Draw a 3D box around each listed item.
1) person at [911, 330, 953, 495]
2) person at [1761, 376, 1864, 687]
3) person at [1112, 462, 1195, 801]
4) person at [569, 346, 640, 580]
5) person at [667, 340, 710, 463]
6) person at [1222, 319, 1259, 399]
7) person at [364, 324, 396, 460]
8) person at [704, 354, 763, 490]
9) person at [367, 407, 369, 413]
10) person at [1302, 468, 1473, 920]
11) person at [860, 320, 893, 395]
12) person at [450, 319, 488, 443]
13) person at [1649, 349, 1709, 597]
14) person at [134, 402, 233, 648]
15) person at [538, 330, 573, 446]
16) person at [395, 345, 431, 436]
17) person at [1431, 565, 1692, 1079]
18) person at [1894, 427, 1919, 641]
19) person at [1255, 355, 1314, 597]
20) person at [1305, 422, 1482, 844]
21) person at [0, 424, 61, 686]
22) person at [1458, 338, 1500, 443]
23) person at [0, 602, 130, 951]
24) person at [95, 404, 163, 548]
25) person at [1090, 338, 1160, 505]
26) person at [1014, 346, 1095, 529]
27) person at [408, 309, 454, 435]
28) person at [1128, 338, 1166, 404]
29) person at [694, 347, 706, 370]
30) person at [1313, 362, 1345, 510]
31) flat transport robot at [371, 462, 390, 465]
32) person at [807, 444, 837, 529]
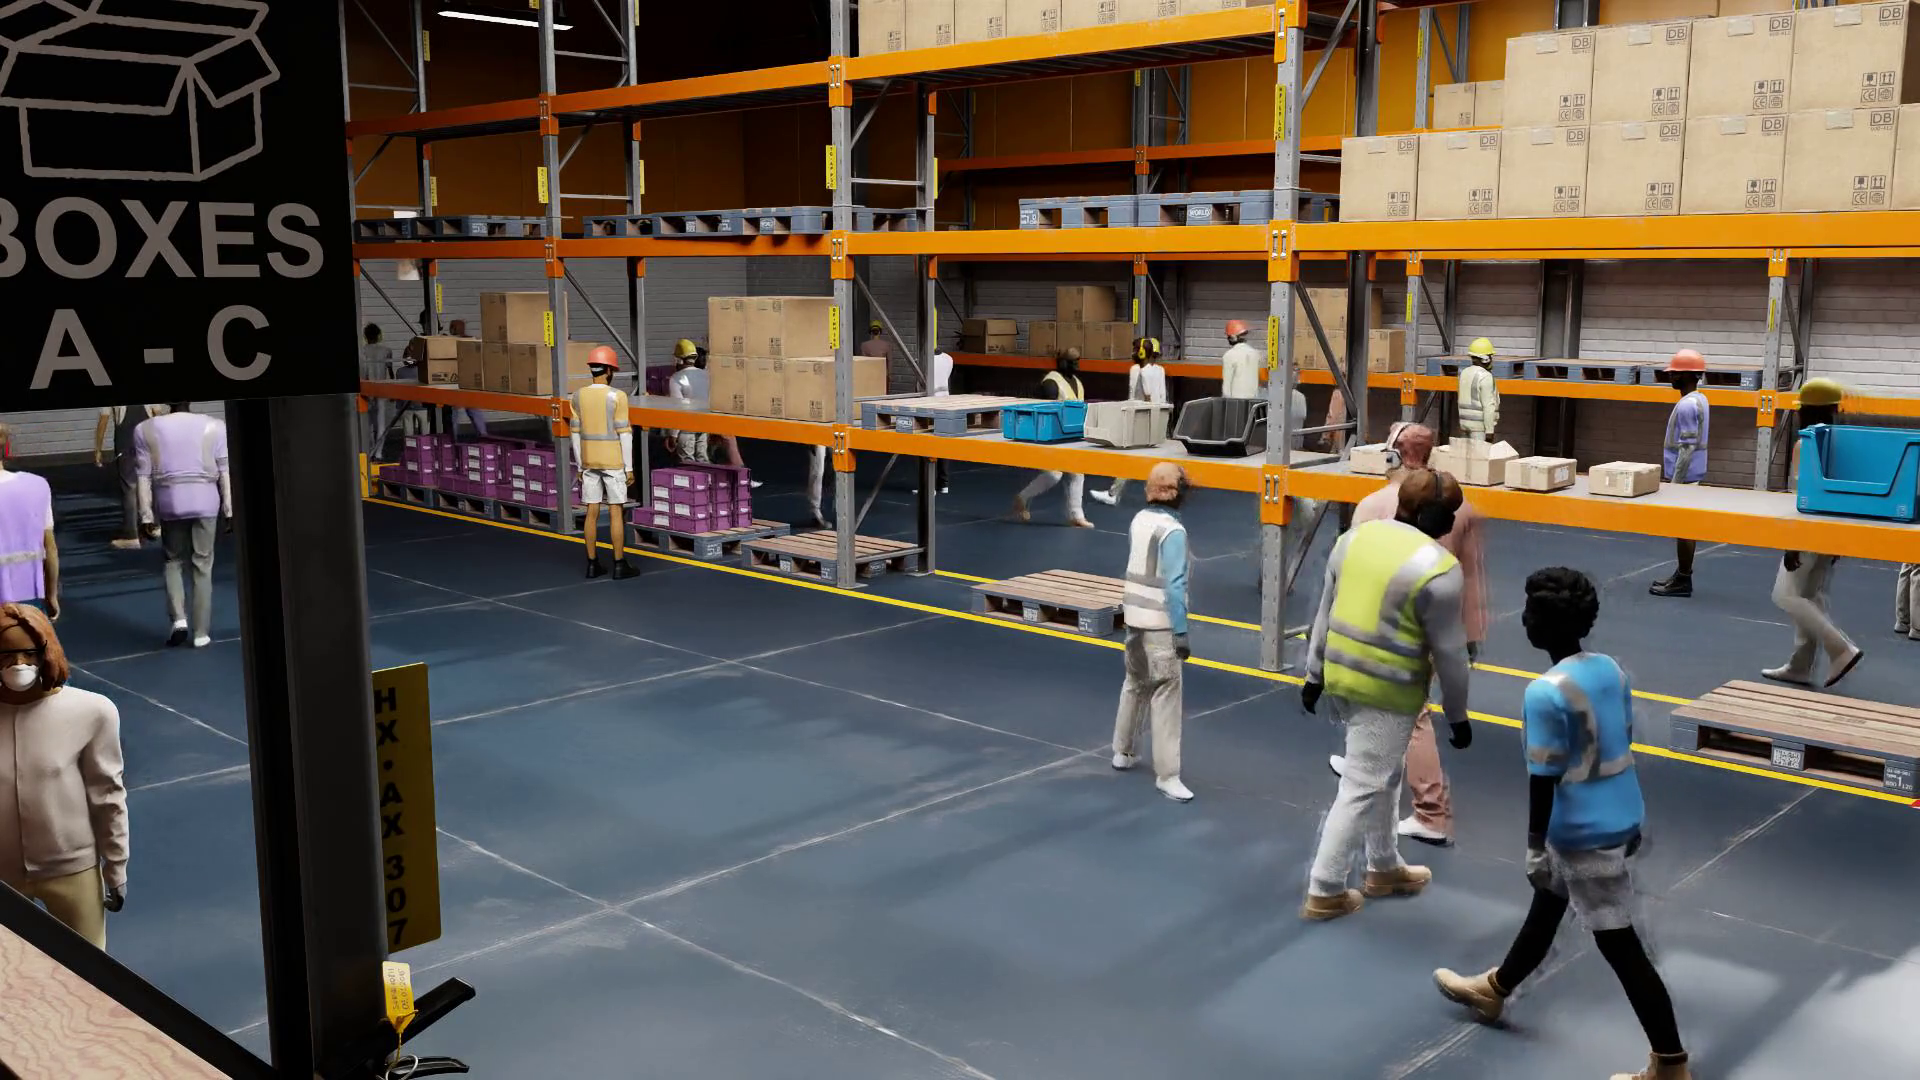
[{"bbox_3d":[-0.312,-1.465,18.873,0.391,1.919,0.593,7,12,36],"label":"person"},{"bbox_3d":[5.218,-0.030,10.082,0.610,1.913,0.540,-7,11,-36],"label":"person"},{"bbox_3d":[0.983,0.426,8.215,0.343,1.612,0.760,-3,10,-18],"label":"person"},{"bbox_3d":[-2.927,-0.631,13.727,0.542,1.929,0.368,3,10,18],"label":"person"},{"bbox_3d":[-2.816,-1.153,17.259,0.404,1.827,0.607,6,11,33],"label":"person"},{"bbox_3d":[3.425,-1.660,19.929,0.614,1.972,0.710,-7,12,-38],"label":"person"},{"bbox_3d":[-7.923,-2.011,22.550,0.535,1.807,1.010,-2,10,-14],"label":"person"},{"bbox_3d":[-2.752,-1.491,19.269,1.017,1.842,0.628,4,10,22],"label":"person"},{"bbox_3d":[-7.680,-1.745,20.819,0.516,1.847,0.460,-3,10,-19],"label":"person"},{"bbox_3d":[1.703,0.610,6.564,0.785,1.786,0.645,-4,10,-25],"label":"person"},{"bbox_3d":[-1.304,-2.553,26.023,0.522,1.762,0.320,-1,9,-8],"label":"person"},{"bbox_3d":[-6.938,-2.155,23.256,0.932,1.872,0.654,8,13,42],"label":"person"},{"bbox_3d":[5.644,-0.521,13.024,0.360,1.938,0.546,5,11,29],"label":"person"},{"bbox_3d":[-5.217,-0.219,11.249,0.595,1.907,0.439,-3,10,-20],"label":"person"},{"bbox_3d":[-4.764,-1.614,19.768,0.640,1.927,0.648,-6,11,-35],"label":"person"},{"bbox_3d":[-6.700,-1.582,20.456,0.497,1.633,0.284,1,9,5],"label":"person"},{"bbox_3d":[1.940,0.900,5.261,0.940,1.620,0.541,8,12,40],"label":"person"},{"bbox_3d":[6.693,-0.122,11.490,0.310,1.639,0.514,2,9,11],"label":"person"},{"bbox_3d":[2.515,-0.503,12.945,0.639,1.920,0.442,-8,12,-39],"label":"person"},{"bbox_3d":[1.983,0.393,7.674,0.658,1.859,0.991,-6,11,-32],"label":"person"},{"bbox_3d":[-4.760,0.306,8.252,0.423,1.832,0.597,4,10,24],"label":"person"},{"bbox_3d":[5.465,-1.203,17.511,0.404,1.837,0.594,-2,9,-12],"label":"person"},{"bbox_3d":[-2.663,0.976,4.798,0.497,1.629,0.276,-4,10,-23],"label":"person"},{"bbox_3d":[-7.709,-0.848,15.466,0.617,1.794,0.835,-6,11,-33],"label":"person"},{"bbox_3d":[1.934,-1.257,17.903,0.992,1.815,0.545,3,10,19],"label":"person"},{"bbox_3d":[0.944,-1.015,16.465,0.774,1.815,0.647,7,11,36],"label":"person"},{"bbox_3d":[-7.032,-2.061,22.150,0.682,2.000,0.537,0,9,1],"label":"person"},{"bbox_3d":[2.213,-1.568,20.080,0.527,1.738,0.638,-5,10,-27],"label":"person"},{"bbox_3d":[-2.949,-1.302,18.538,0.322,1.699,0.536,-3,10,-16],"label":"person"},{"bbox_3d":[3.918,-1.051,17.320,0.865,1.595,0.520,5,10,26],"label":"person"},{"bbox_3d":[-7.526,-0.785,19.736,1.431,0.197,0.652,-3,10,-16],"label":"flat transport robot"},{"bbox_3d":[-1.271,-1.011,16.256,0.652,1.860,0.604,8,12,41],"label":"person"}]
